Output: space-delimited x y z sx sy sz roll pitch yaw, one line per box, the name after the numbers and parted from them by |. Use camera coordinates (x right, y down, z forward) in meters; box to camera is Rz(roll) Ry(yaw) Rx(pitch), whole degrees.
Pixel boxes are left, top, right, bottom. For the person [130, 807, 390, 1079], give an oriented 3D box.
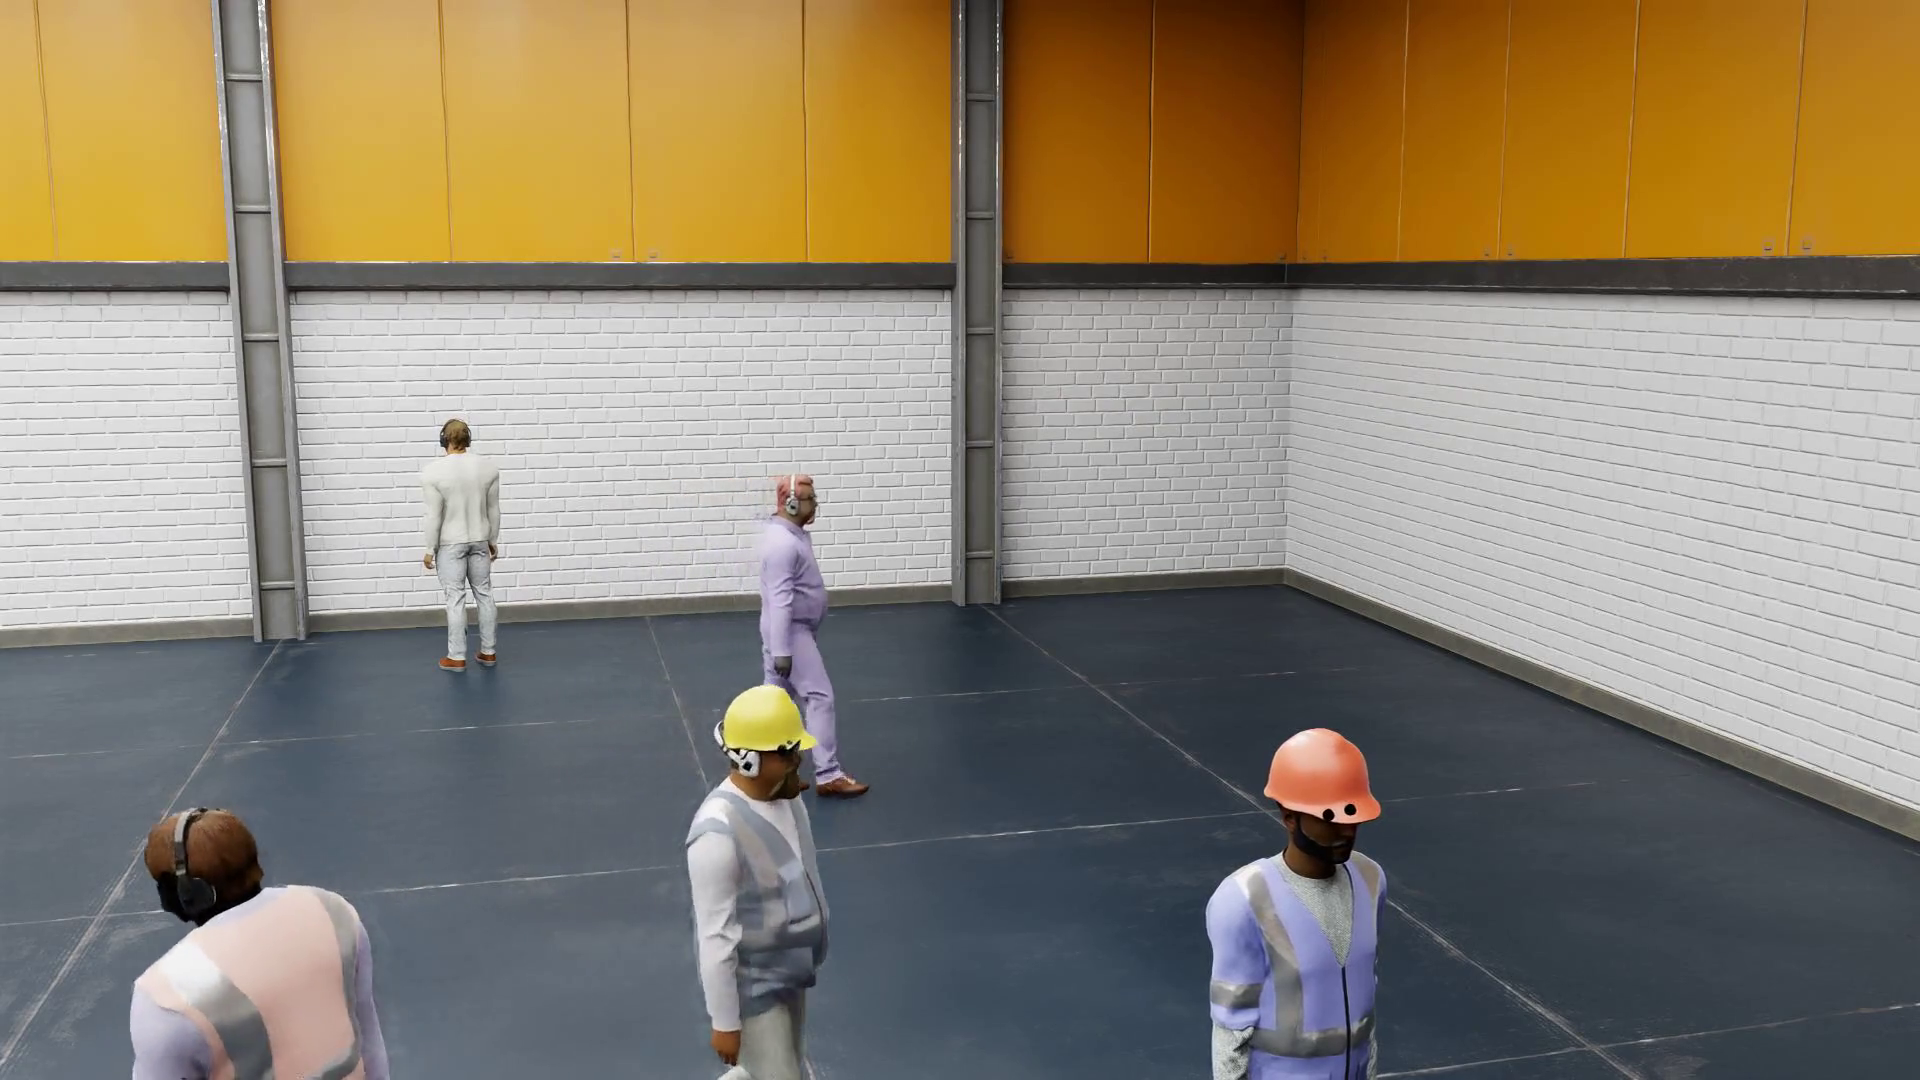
-1.659 1.513 4.019 0.943 1.785 0.635 3 10 19 | person

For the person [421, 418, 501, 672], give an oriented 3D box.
-3.810 0.037 12.724 0.627 1.941 0.370 -8 12 -42 | person

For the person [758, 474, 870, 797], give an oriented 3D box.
-0.841 0.559 9.627 0.785 1.881 0.673 -1 9 -7 | person

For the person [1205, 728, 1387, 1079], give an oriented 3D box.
0.865 1.411 4.157 0.543 1.938 0.357 -6 11 -33 | person

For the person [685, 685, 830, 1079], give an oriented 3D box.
-0.674 1.320 5.134 0.698 1.814 0.600 3 9 16 | person
